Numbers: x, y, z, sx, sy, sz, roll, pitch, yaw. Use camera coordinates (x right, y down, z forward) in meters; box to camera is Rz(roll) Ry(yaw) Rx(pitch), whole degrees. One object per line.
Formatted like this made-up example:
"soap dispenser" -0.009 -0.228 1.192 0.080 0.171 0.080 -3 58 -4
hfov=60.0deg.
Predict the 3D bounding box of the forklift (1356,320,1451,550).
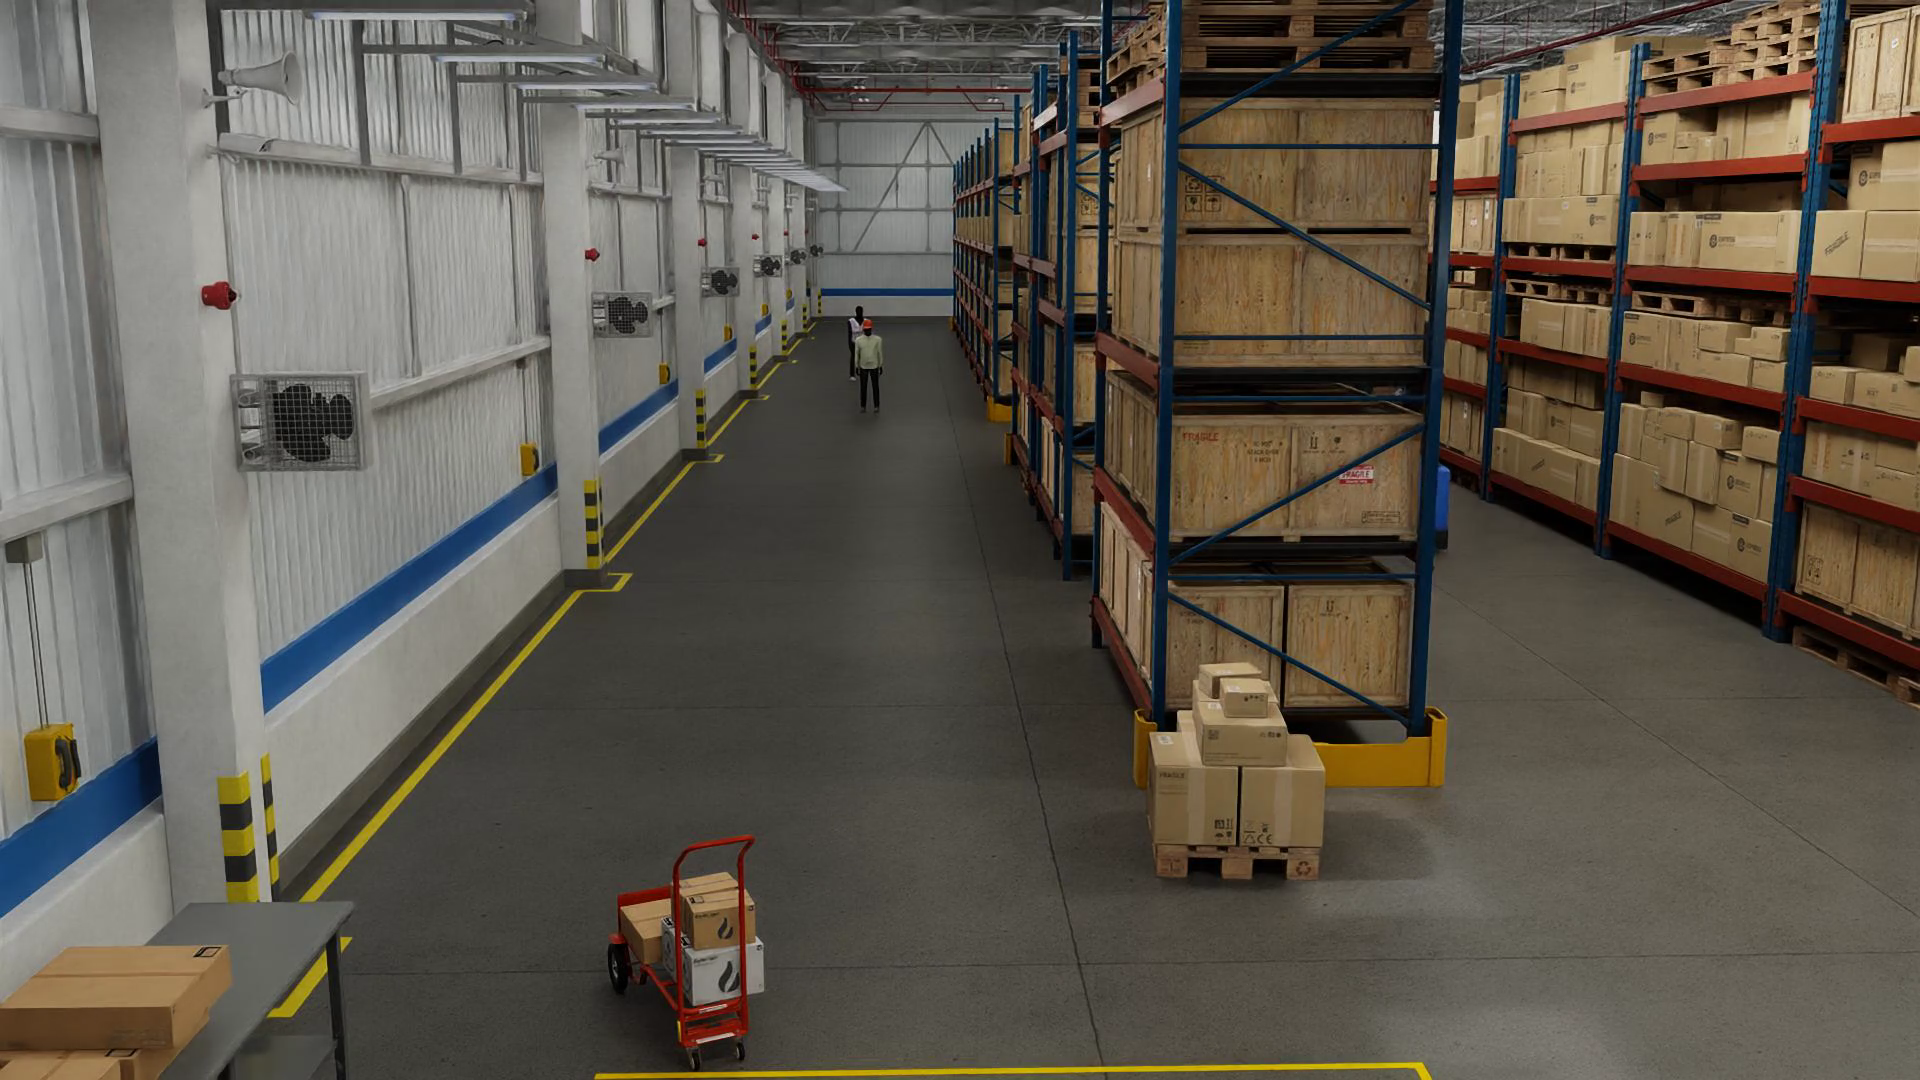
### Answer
"forklift" 5.437 -1.371 20.981 1.129 2.768 1.873 0 11 -2

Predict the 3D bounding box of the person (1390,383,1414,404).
"person" 8.830 -3.181 33.235 0.958 1.788 0.578 -1 11 -7

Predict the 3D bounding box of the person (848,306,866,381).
"person" -2.599 -5.034 42.587 0.592 1.910 0.383 -6 12 -28

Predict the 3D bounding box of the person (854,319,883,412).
"person" -1.947 -3.709 35.490 0.618 1.989 0.401 0 11 1
